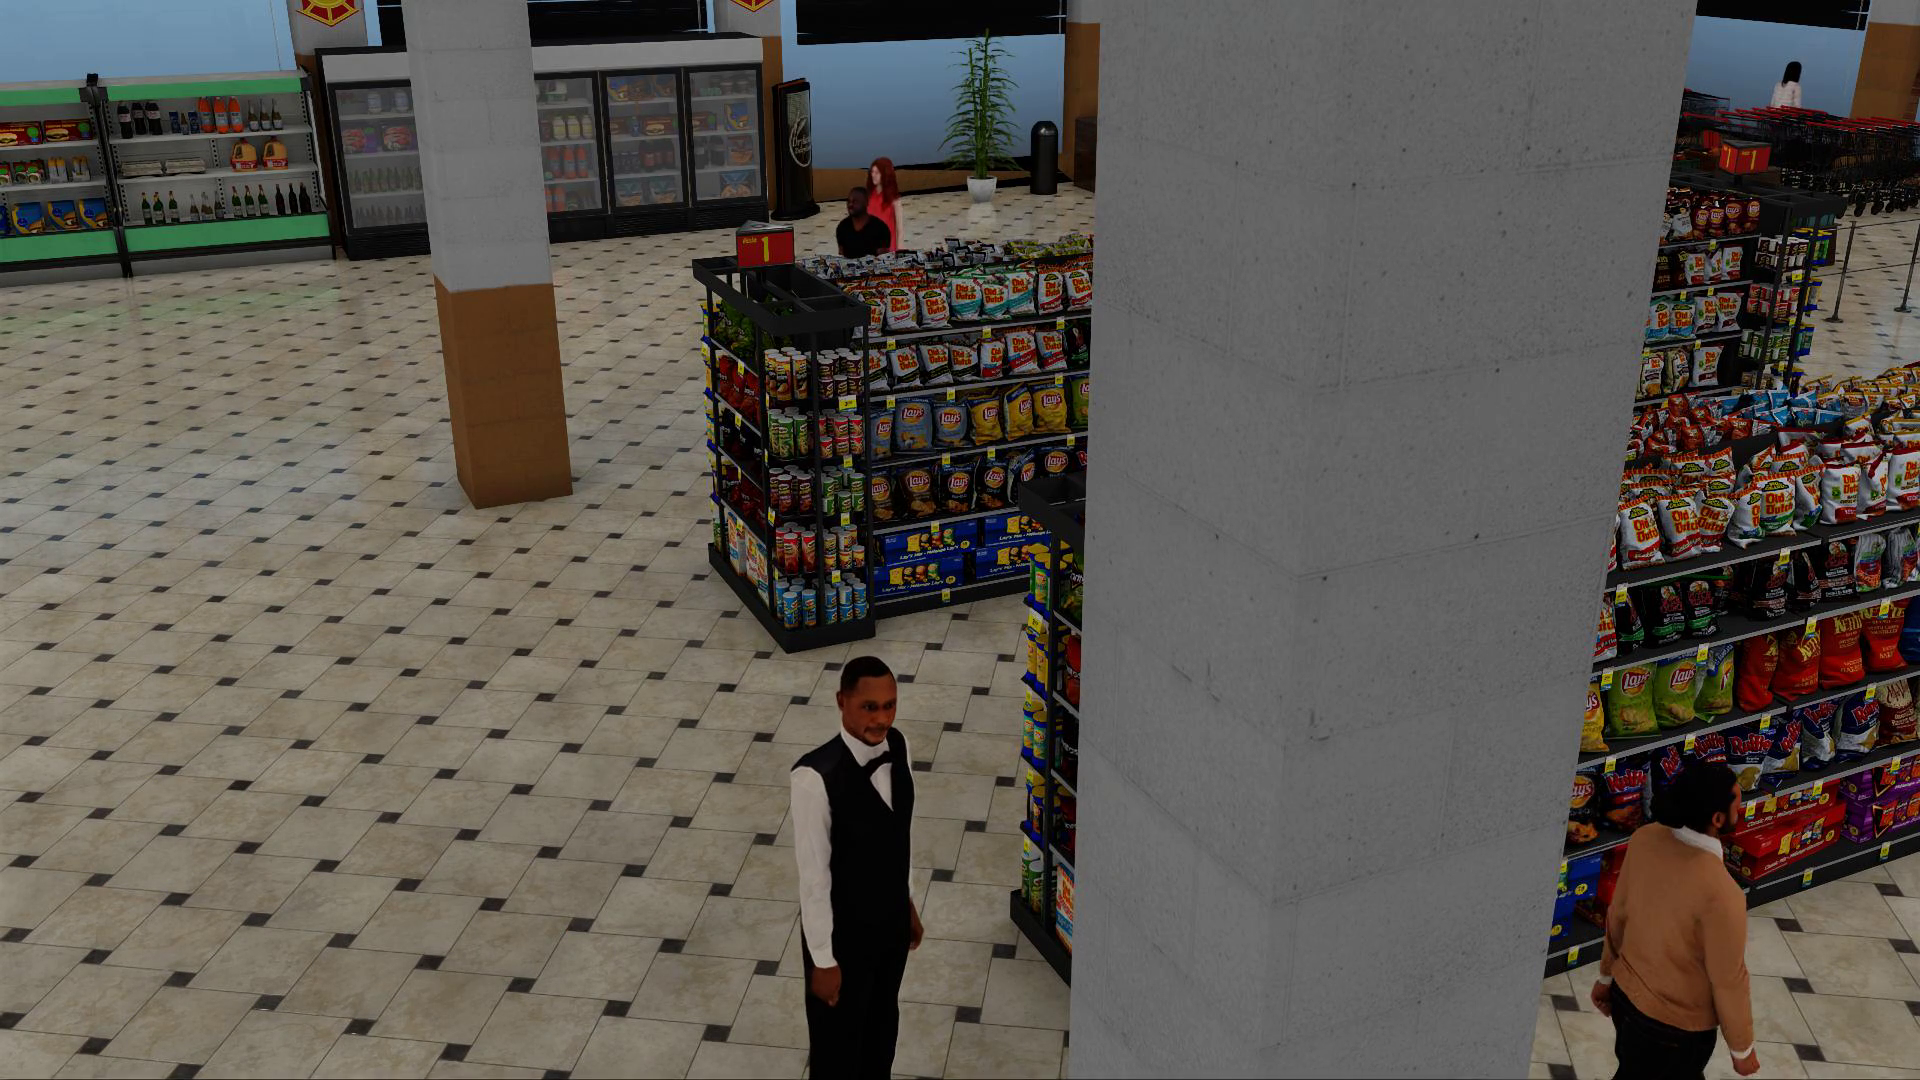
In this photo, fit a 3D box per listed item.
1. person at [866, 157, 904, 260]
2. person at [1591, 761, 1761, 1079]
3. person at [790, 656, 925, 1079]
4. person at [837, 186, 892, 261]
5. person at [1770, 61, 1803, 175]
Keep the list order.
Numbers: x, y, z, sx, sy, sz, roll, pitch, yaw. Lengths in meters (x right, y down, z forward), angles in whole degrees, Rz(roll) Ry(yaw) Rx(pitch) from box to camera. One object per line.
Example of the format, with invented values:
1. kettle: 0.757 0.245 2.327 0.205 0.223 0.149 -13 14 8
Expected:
1. person: -0.652 -2.606 15.283 0.808 1.809 1.000 19 29 39
2. person: 2.106 1.511 5.168 1.287 1.711 0.936 -2 22 -6
3. person: -0.345 1.252 5.535 0.840 1.918 0.703 16 27 35
4. person: -0.734 -2.042 13.925 1.174 1.774 1.269 9 24 22
5. person: 12.095 -6.188 24.430 0.543 1.636 0.624 -11 24 -25
